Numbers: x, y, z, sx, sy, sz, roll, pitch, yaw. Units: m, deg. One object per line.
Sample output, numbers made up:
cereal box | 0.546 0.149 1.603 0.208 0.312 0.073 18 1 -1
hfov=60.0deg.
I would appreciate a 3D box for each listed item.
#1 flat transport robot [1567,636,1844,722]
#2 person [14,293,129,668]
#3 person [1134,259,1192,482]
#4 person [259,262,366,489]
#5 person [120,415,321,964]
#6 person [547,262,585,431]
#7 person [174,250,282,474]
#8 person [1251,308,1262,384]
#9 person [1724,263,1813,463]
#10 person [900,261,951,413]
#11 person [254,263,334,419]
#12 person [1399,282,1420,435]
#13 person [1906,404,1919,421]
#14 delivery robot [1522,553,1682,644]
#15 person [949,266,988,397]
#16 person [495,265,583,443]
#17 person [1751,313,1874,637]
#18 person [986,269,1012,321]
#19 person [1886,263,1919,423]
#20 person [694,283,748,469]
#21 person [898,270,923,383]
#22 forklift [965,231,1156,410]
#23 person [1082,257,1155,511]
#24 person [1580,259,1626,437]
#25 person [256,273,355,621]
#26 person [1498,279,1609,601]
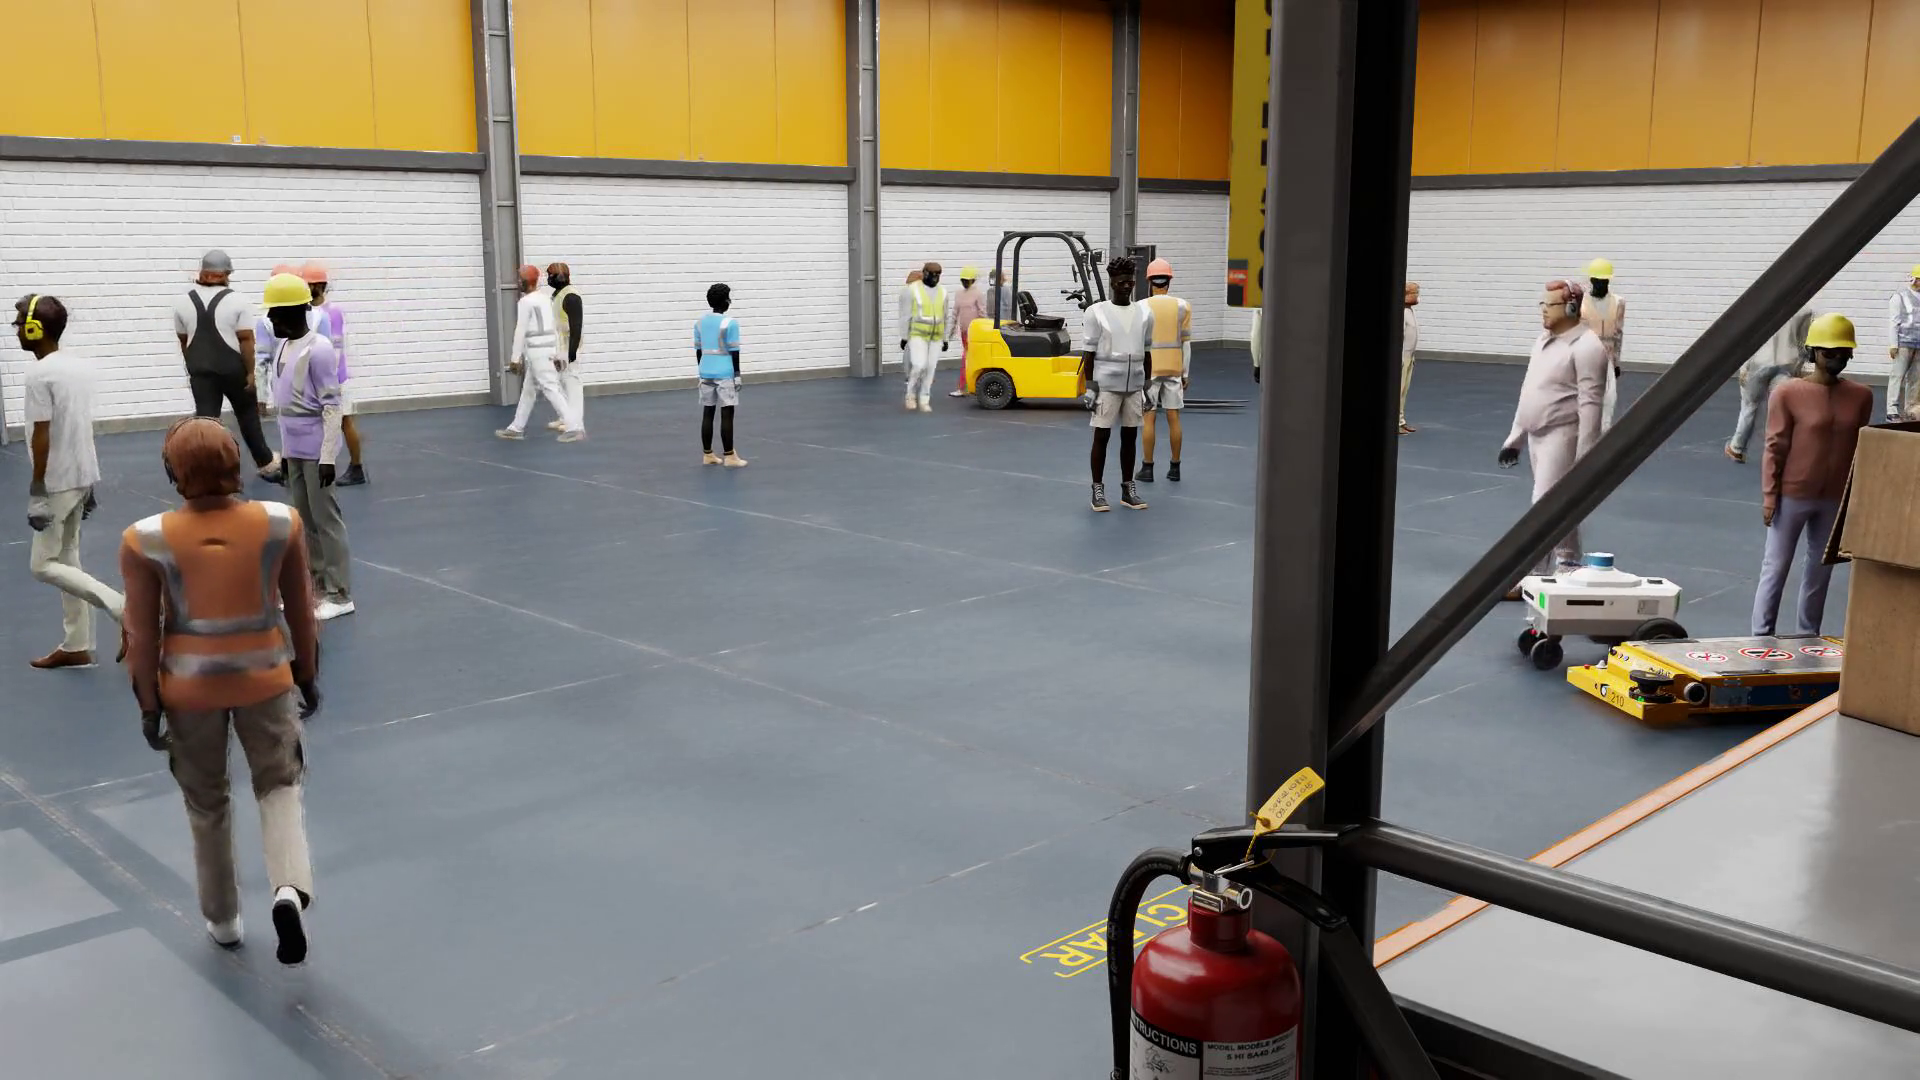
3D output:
flat transport robot | 3.610 0.618 7.605 1.431 0.197 0.652 -2 10 -9
person | -4.296 -0.261 8.066 0.563 1.857 0.530 -1 10 -5
person | 1.723 -1.461 14.420 0.543 1.928 0.374 -2 11 -9
person | -5.442 -1.357 13.923 0.569 1.896 0.930 9 14 39
person | -2.113 0.450 4.815 0.524 1.621 0.611 -6 12 -29
person | -4.341 -2.112 18.210 0.429 1.839 0.634 -6 12 -31
person | -6.327 -1.512 14.391 0.702 2.000 0.957 1 10 3
person | 2.888 -1.562 14.803 0.612 1.987 0.399 8 13 36
person | 7.421 -1.594 15.264 0.647 1.882 0.986 1 10 8
person | -0.395 -2.436 20.025 0.646 1.819 0.437 -6 12 -29
person | -5.018 -1.123 12.588 0.585 1.922 0.457 -3 11 -18
person | 4.802 -1.959 17.939 0.278 1.632 0.507 6 12 28
person | 10.712 -2.126 17.846 0.956 2.010 0.618 0 10 0
delivery robot | 3.180 0.307 8.270 0.707 0.478 0.477 1 10 3
person | 0.055 -2.734 21.899 0.798 1.717 0.576 -9 14 -40
person | -4.355 -1.910 17.170 1.031 1.830 0.583 2 11 10
person | 4.114 -0.203 8.002 0.526 1.768 0.331 -1 10 -6
person | 0.565 -3.301 25.295 0.445 1.615 0.523 -9 14 -40
person | 10.848 -2.237 18.926 0.587 1.828 0.404 -2 11 -13
person | -2.212 -1.502 15.272 0.536 1.696 0.322 7 13 35
person | -0.653 -3.062 23.953 0.502 1.632 0.277 6 12 31
forklift | 1.222 -2.721 20.561 2.313 2.155 1.214 2 11 13
person | 1.238 -1.207 12.927 0.607 1.966 0.367 -4 11 -21
person | 6.056 -1.709 15.824 0.619 1.900 0.694 -1 10 -5
person | -3.639 -0.509 9.237 0.384 1.922 0.593 -10 14 -43
person | 3.467 -0.583 9.789 0.584 1.900 0.662 -1 10 -5
